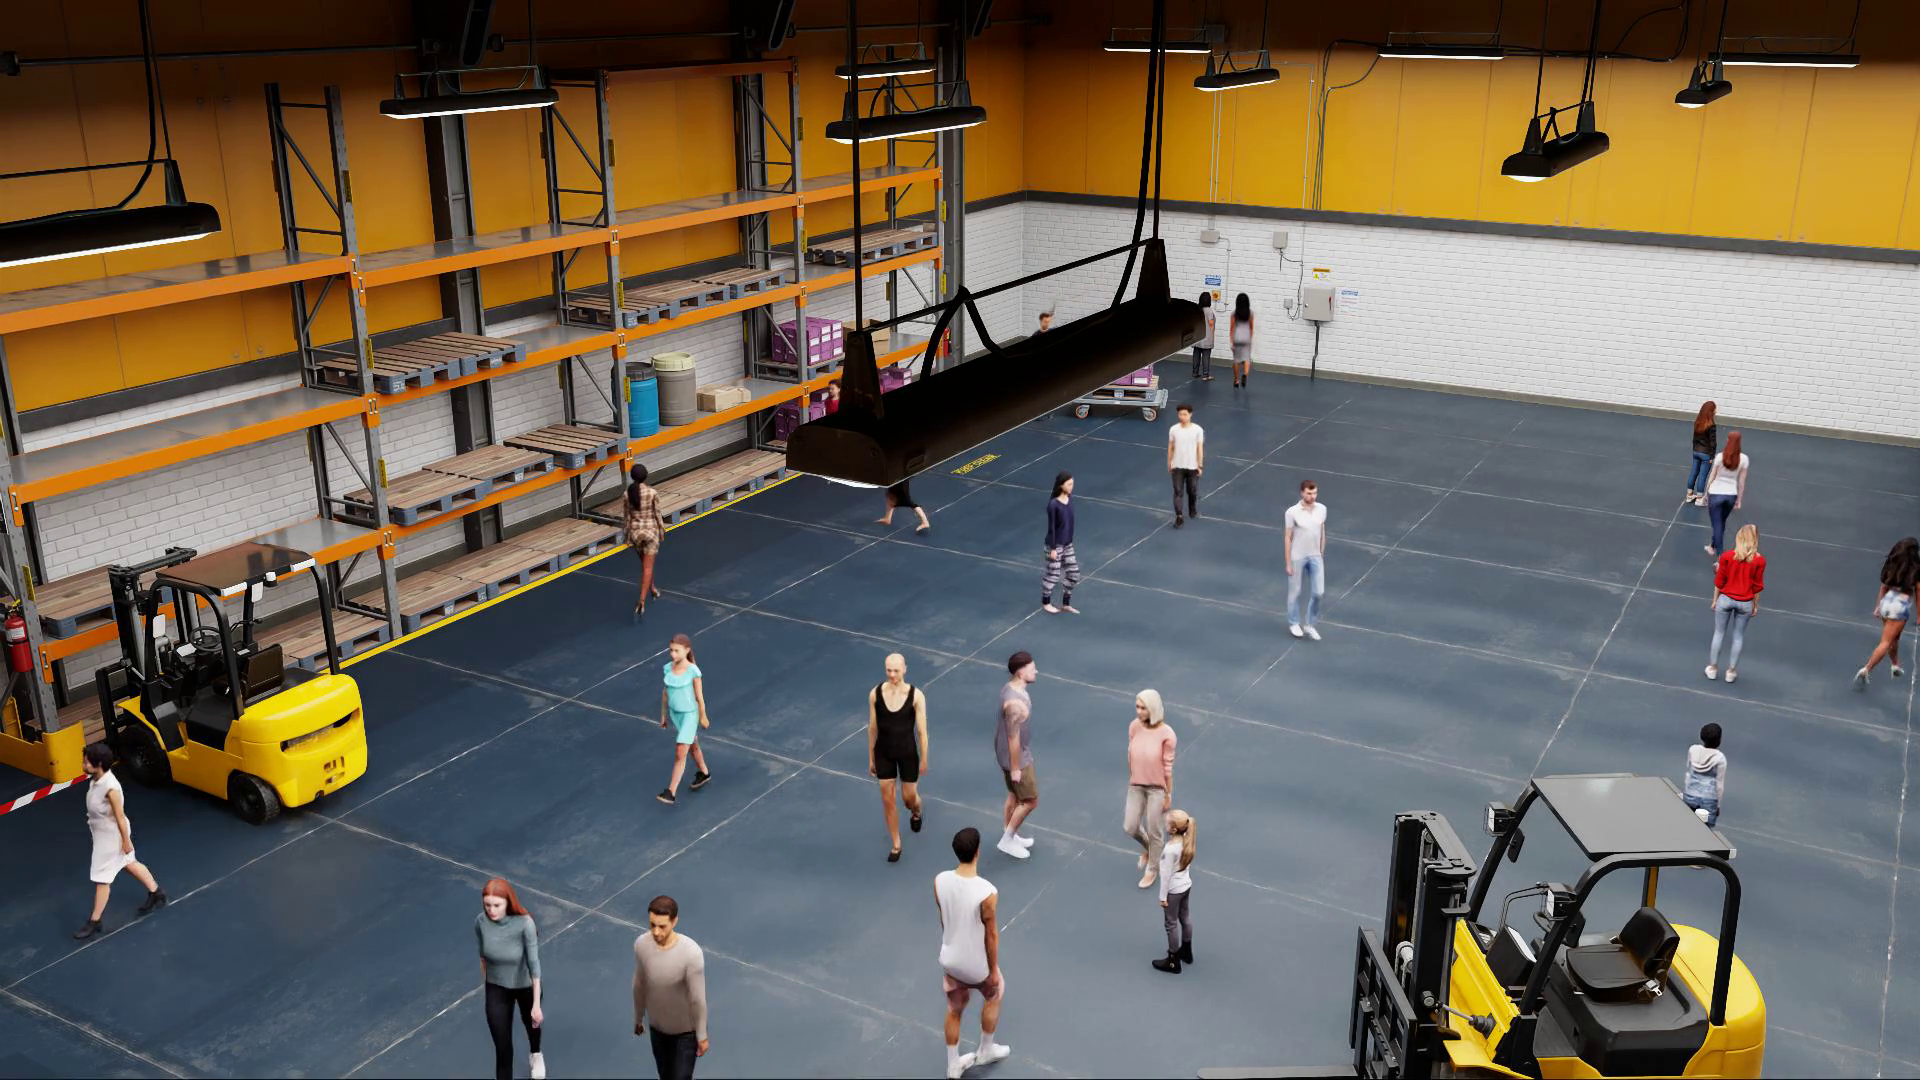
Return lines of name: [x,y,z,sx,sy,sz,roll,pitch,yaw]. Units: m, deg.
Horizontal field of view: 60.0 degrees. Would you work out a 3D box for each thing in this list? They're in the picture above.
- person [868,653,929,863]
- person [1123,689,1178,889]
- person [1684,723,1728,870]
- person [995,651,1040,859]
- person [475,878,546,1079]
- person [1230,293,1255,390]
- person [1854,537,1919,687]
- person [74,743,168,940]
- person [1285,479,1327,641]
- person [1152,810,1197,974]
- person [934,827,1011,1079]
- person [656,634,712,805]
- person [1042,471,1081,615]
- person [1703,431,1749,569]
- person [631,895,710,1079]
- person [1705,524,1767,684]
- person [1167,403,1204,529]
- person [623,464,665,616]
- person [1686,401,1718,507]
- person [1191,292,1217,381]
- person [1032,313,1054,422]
person: [-0.501,1.765,13.890,0.798,1.806,0.939,4,19,12]
person: [1.583,1.968,13.432,0.611,1.713,0.661,12,22,31]
person: [6.127,2.103,13.744,0.572,1.258,0.540,-14,23,-36]
person: [0.414,1.778,13.685,0.838,1.835,0.720,-2,19,-7]
person: [-2.843,2.898,10.723,0.961,1.679,1.260,1,19,2]
person: [5.028,-3.489,29.562,0.846,1.759,1.062,1,19,4]
person: [9.581,0.786,17.140,1.109,1.585,0.946,-8,20,-23]
person: [-6.471,2.268,12.843,1.007,1.520,0.772,-15,24,-37]
person: [3.794,0.188,18.532,0.842,1.831,0.900,-4,19,-11]
person: [1.610,2.578,12.306,0.580,1.274,0.460,14,23,36]
person: [-0.006,2.782,10.935,0.683,1.764,0.741,13,22,33]
person: [-2.423,1.561,14.941,0.567,1.521,0.997,11,22,30]
person: [1.072,0.020,19.214,0.761,1.713,0.706,15,24,38]
person: [9.516,-0.478,20.711,0.908,1.702,1.197,1,19,4]
person: [-1.716,2.963,10.279,0.749,1.840,0.760,8,20,24]
person: [8.081,0.660,17.335,0.661,1.700,0.590,6,20,18]
person: [3.043,-1.026,22.327,0.723,1.710,0.831,6,19,17]
person: [-3.636,0.028,19.127,0.878,1.754,1.171,2,19,6]
person: [10.403,-1.228,23.281,0.692,1.483,0.639,-6,19,-17]
person: [4.477,-3.771,30.633,0.745,1.611,0.713,-16,24,-39]
person: [1.374,-2.895,27.686,0.801,1.832,0.877,-5,19,-16]
